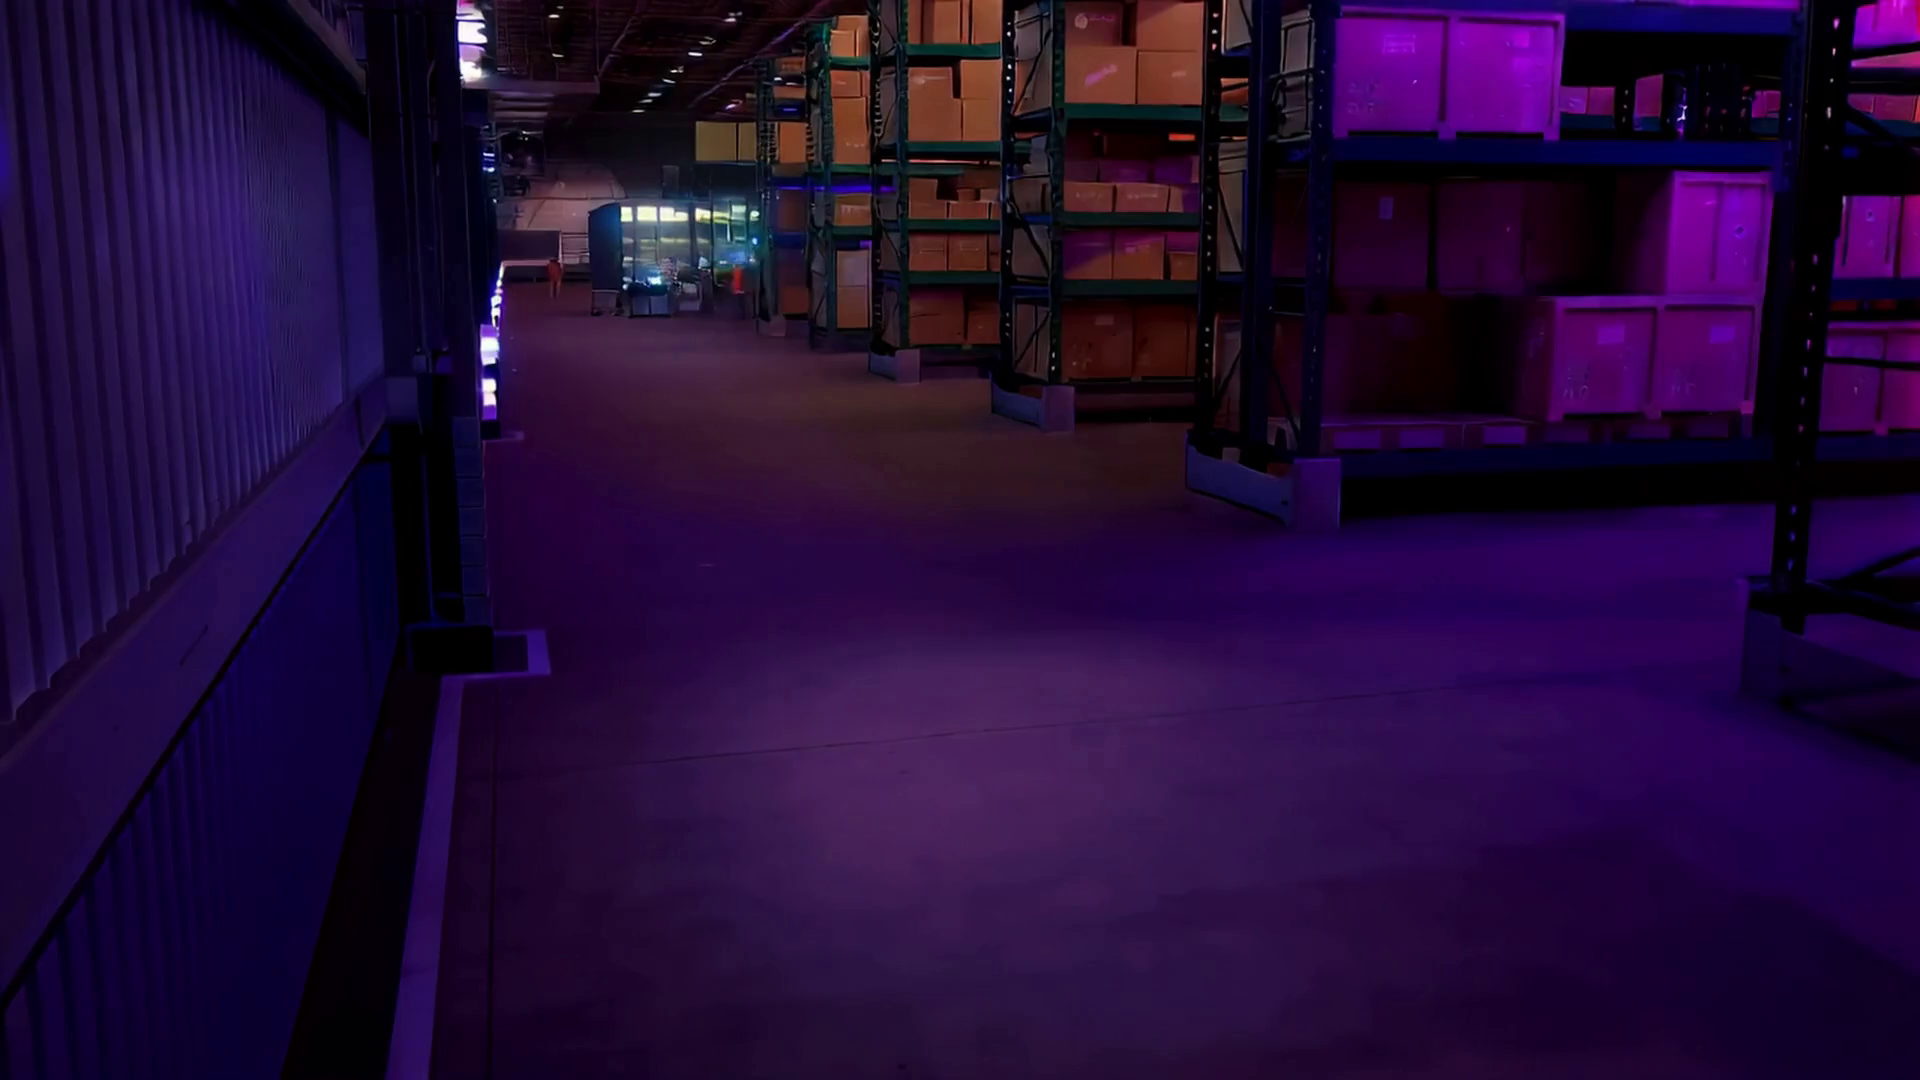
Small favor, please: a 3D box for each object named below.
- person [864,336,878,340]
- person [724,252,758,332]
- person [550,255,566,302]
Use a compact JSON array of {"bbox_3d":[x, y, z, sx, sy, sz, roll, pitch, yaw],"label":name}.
[{"bbox_3d":[-1.732,-5.327,36.106,0.830,1.961,0.645,-4,11,-20],"label":"person"},{"bbox_3d":[-5.237,-5.911,39.715,0.981,1.888,0.597,-5,11,-28],"label":"person"},{"bbox_3d":[-14.759,-9.610,61.057,0.585,1.715,0.565,-3,10,-16],"label":"person"}]
